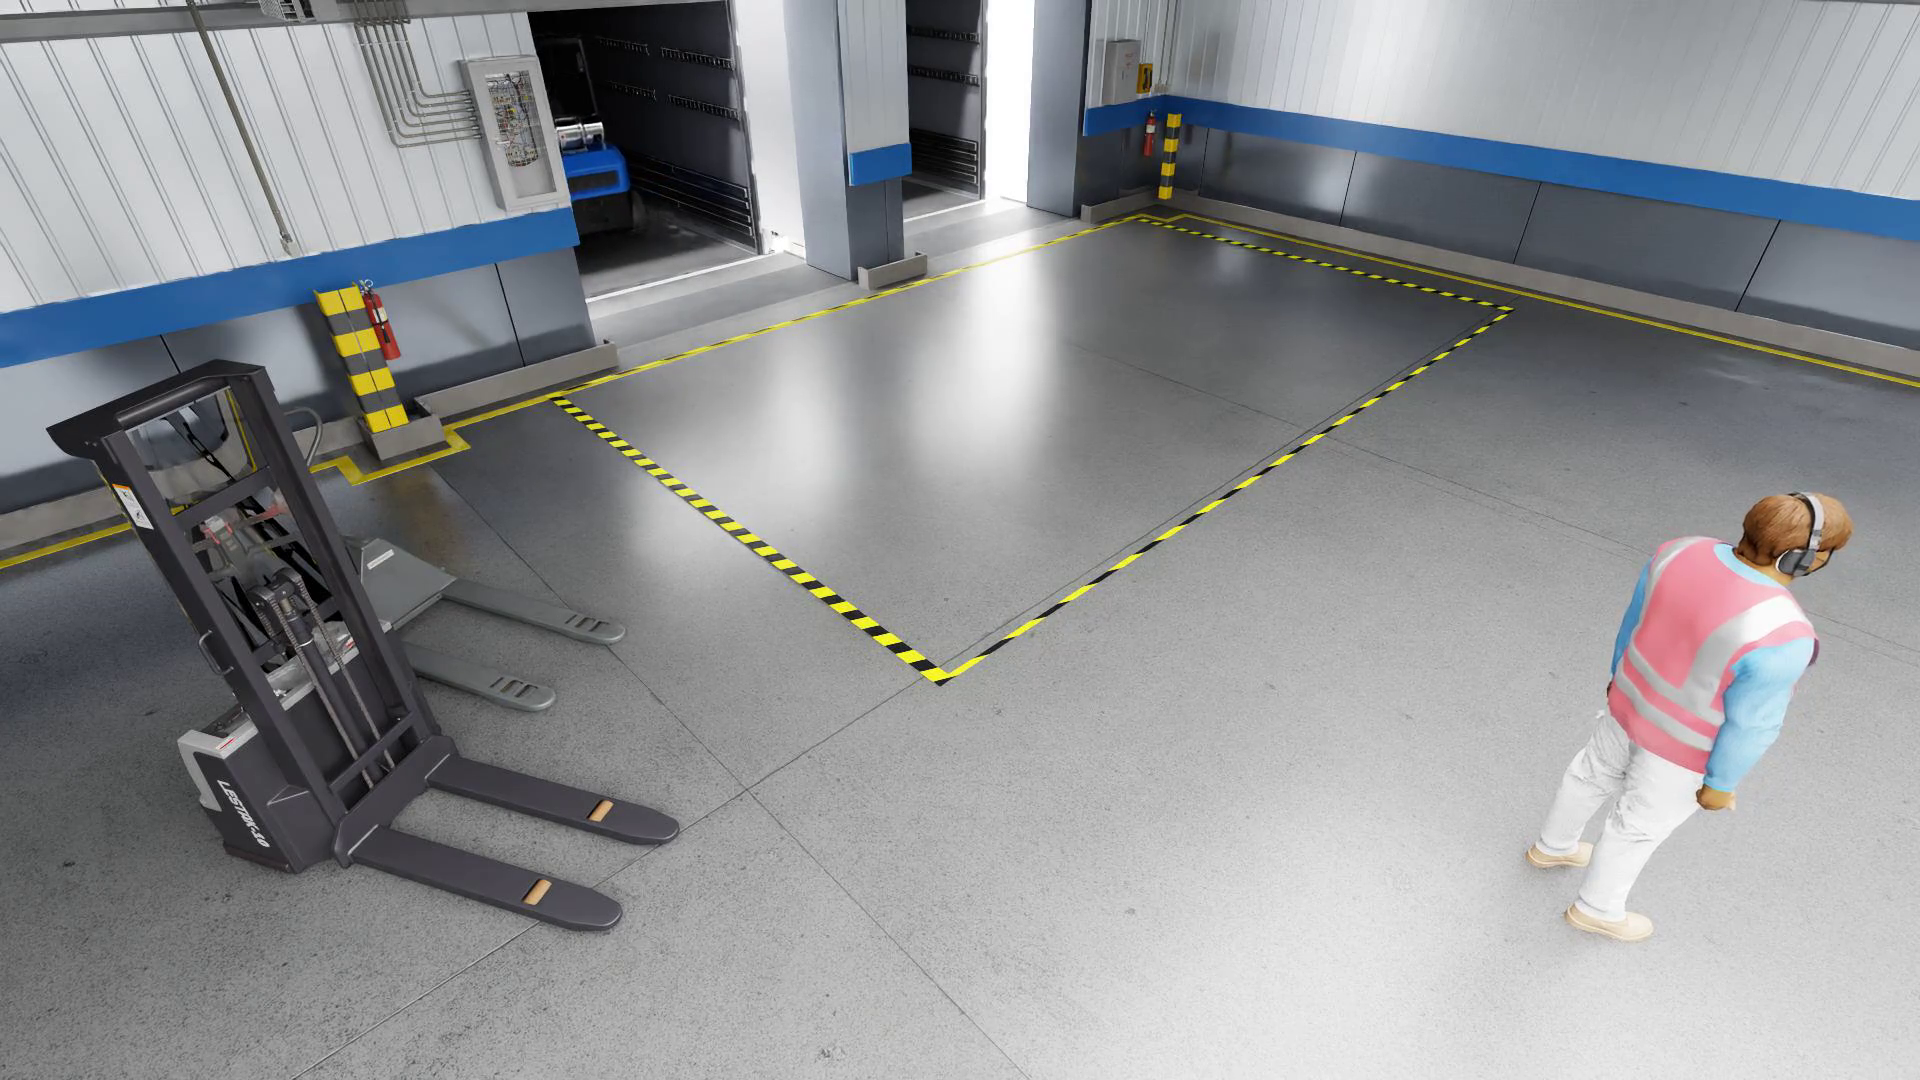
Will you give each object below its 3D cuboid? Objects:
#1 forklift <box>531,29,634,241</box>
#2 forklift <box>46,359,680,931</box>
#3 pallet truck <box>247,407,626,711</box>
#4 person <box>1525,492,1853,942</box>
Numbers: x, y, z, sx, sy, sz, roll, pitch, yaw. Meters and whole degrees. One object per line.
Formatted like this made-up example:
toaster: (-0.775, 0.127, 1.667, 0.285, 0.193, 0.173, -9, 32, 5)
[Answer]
forklift: (-4.970, -4.848, 10.778, 1.157, 2.036, 2.680, -26, 42, -33)
forklift: (-2.135, 0.422, 3.354, 1.885, 1.965, 0.823, 10, 35, 14)
pallet truck: (-2.628, 0.038, 4.590, 1.601, 1.201, 0.680, 12, 36, 18)
person: (2.476, 0.638, 3.175, 0.431, 1.843, 0.621, 1, 34, 2)
